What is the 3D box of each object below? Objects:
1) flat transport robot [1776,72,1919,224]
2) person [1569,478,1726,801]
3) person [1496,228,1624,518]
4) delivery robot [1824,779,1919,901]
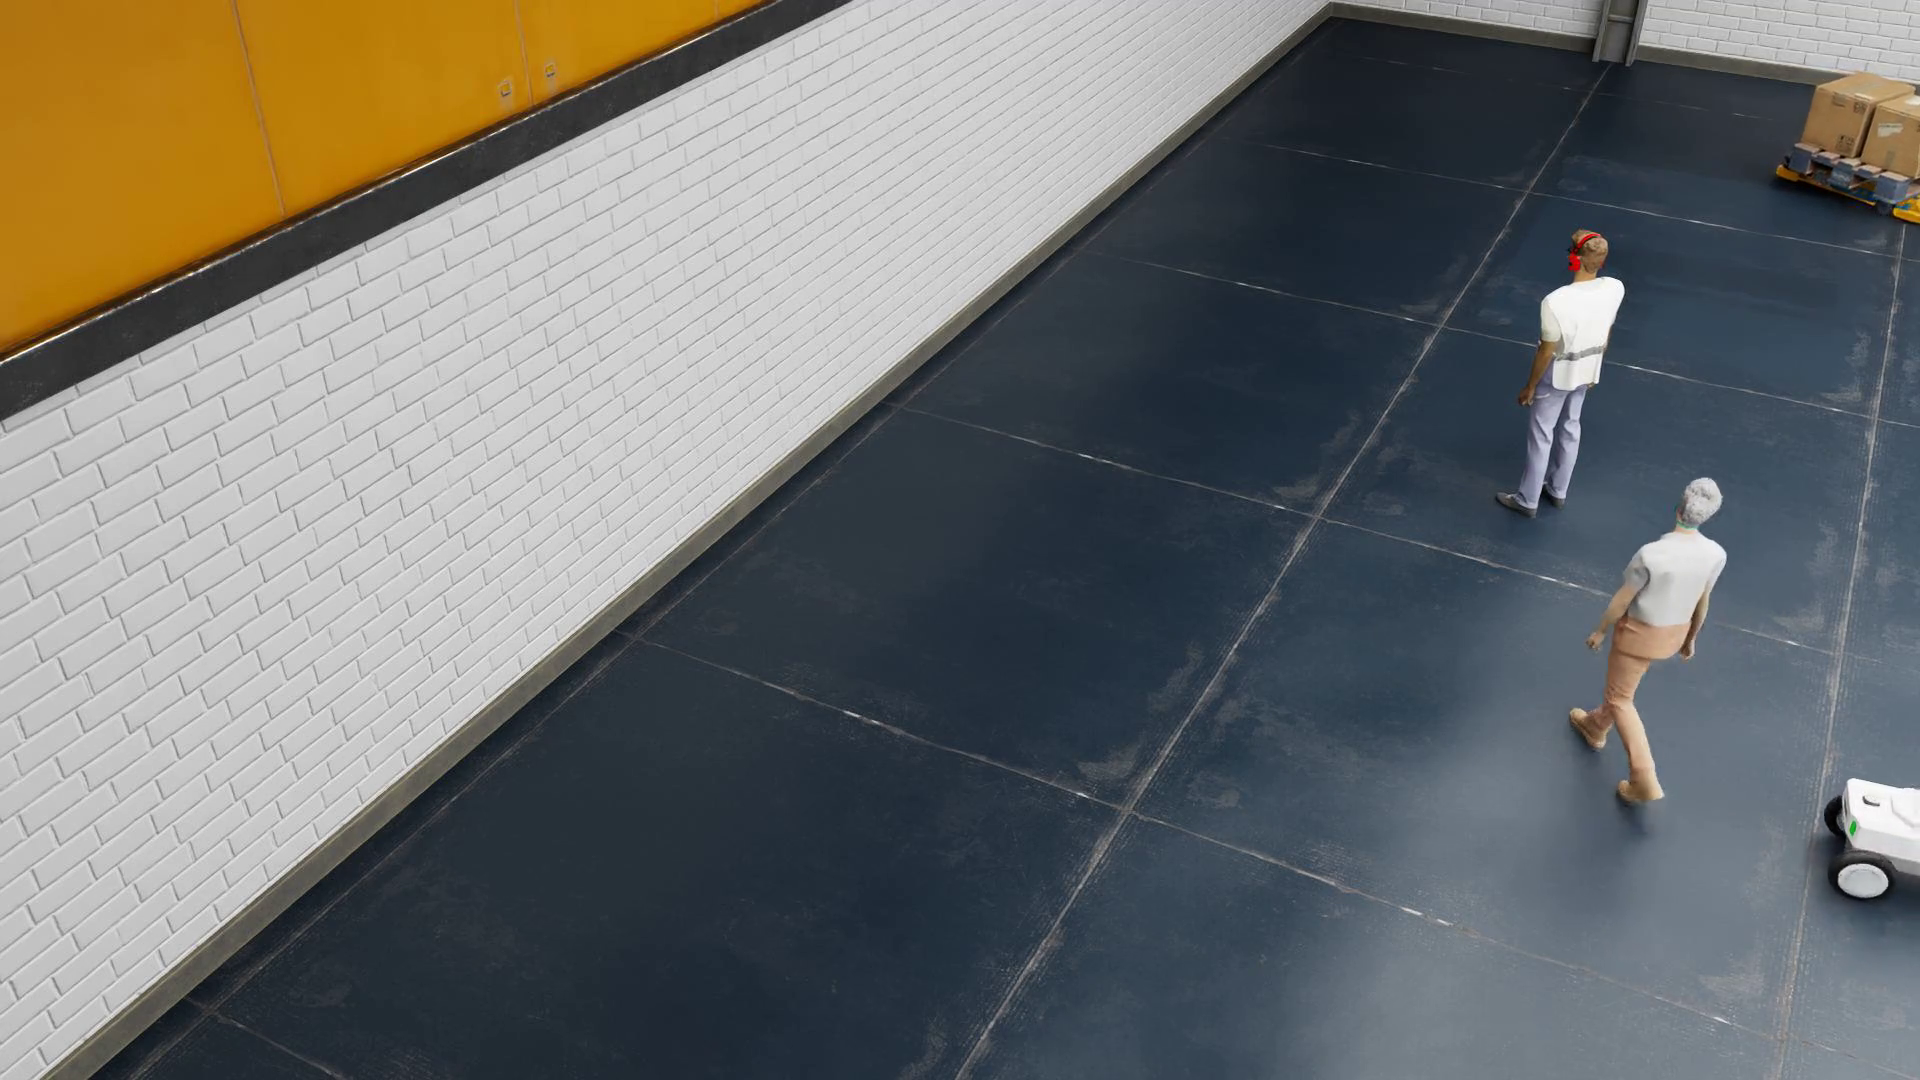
[{"bbox_3d":[8.044,-3.147,14.659,0.659,0.231,1.431,-21,39,-28],"label":"flat transport robot"},{"bbox_3d":[3.323,0.455,8.016,0.497,1.708,0.754,-10,35,-14],"label":"person"},{"bbox_3d":[3.637,-0.975,10.014,0.568,1.844,0.378,-16,37,-22],"label":"person"},{"bbox_3d":[4.439,1.378,7.659,0.756,0.580,0.499,12,36,17],"label":"delivery robot"}]
